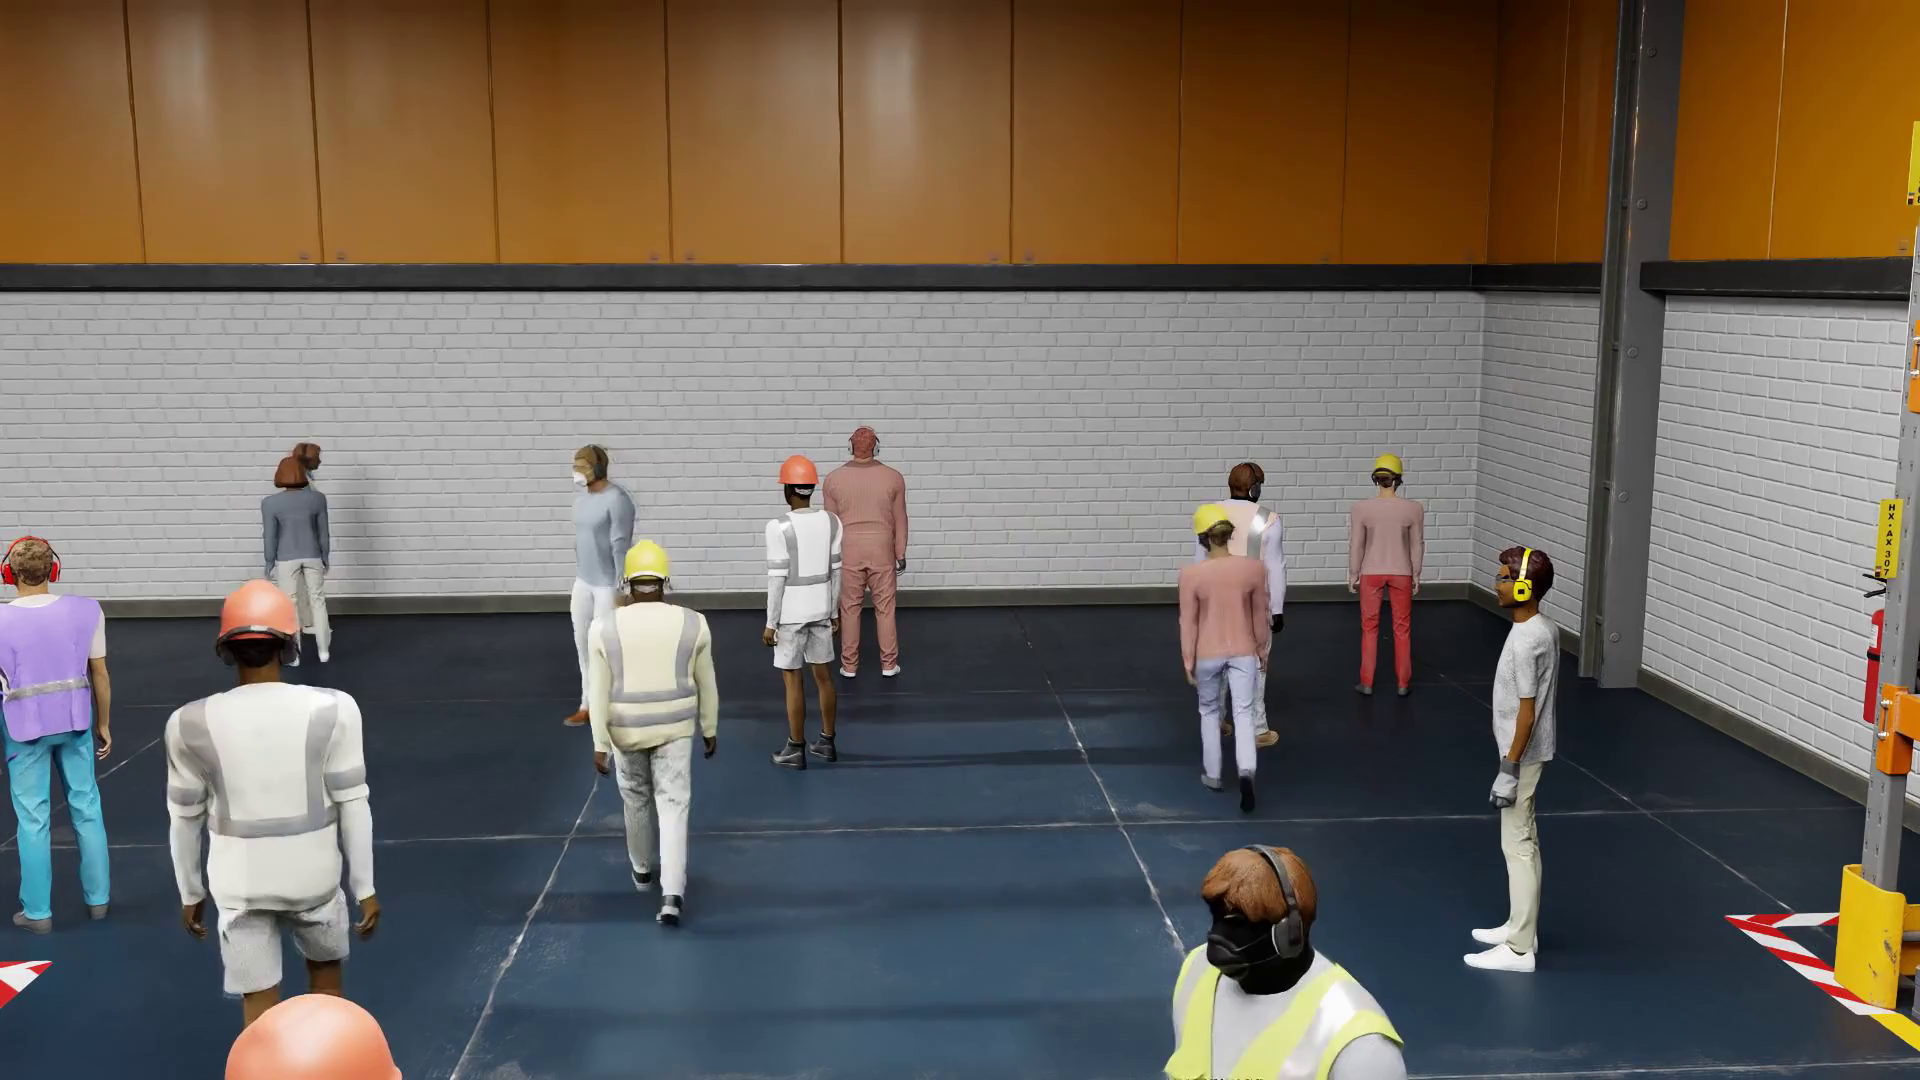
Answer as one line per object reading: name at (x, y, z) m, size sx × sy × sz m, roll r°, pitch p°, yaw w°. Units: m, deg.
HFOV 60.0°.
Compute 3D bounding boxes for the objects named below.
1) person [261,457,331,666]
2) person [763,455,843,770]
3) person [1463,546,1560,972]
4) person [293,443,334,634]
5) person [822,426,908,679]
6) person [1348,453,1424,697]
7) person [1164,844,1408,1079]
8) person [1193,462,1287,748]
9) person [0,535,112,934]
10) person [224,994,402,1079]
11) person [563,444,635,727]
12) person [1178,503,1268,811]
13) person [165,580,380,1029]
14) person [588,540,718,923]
person at (-5.156, 0.166, 12.948) m, size 0.513 × 1.632 × 0.279 m, roll -7°, pitch 11°, yaw -37°
person at (-0.984, 0.443, 10.258) m, size 0.552 × 1.935 × 0.365 m, roll -8°, pitch 12°, yaw -41°
person at (2.428, 0.952, 7.276) m, size 0.328 × 1.872 × 0.511 m, roll 4°, pitch 10°, yaw 25°
person at (-5.514, -0.009, 14.084) m, size 0.340 × 1.625 × 0.526 m, roll -3°, pitch 10°, yaw -20°
person at (-0.709, 0.099, 12.509) m, size 0.640 × 1.910 × 0.407 m, roll 0°, pitch 9°, yaw -3°
person at (3.058, 0.259, 11.969) m, size 0.523 × 1.763 × 0.329 m, roll 1°, pitch 9°, yaw 9°
person at (0.666, 1.551, 3.642) m, size 0.431 × 1.836 × 0.633 m, roll -6°, pitch 11°, yaw -32°
person at (1.820, 0.414, 10.741) m, size 0.633 × 1.841 × 0.429 m, roll 7°, pitch 11°, yaw 37°
person at (-4.218, 0.898, 7.688) m, size 0.567 × 1.846 × 0.389 m, roll -9°, pitch 12°, yaw -43°
person at (-0.985, 1.649, 2.687) m, size 0.551 × 1.935 × 0.375 m, roll 2°, pitch 9°, yaw 14°
person at (-2.369, 0.294, 11.267) m, size 0.633 × 1.913 × 0.672 m, roll 8°, pitch 12°, yaw 42°
person at (1.519, 0.666, 9.515) m, size 0.550 × 1.724 × 0.763 m, roll 0°, pitch 9°, yaw 0°
person at (-2.318, 1.131, 5.659) m, size 0.647 × 2.022 × 0.643 m, roll -3°, pitch 9°, yaw -17°
person at (-1.450, 0.892, 7.911) m, size 0.606 × 1.792 × 0.920 m, roll -2°, pitch 9°, yaw -12°
